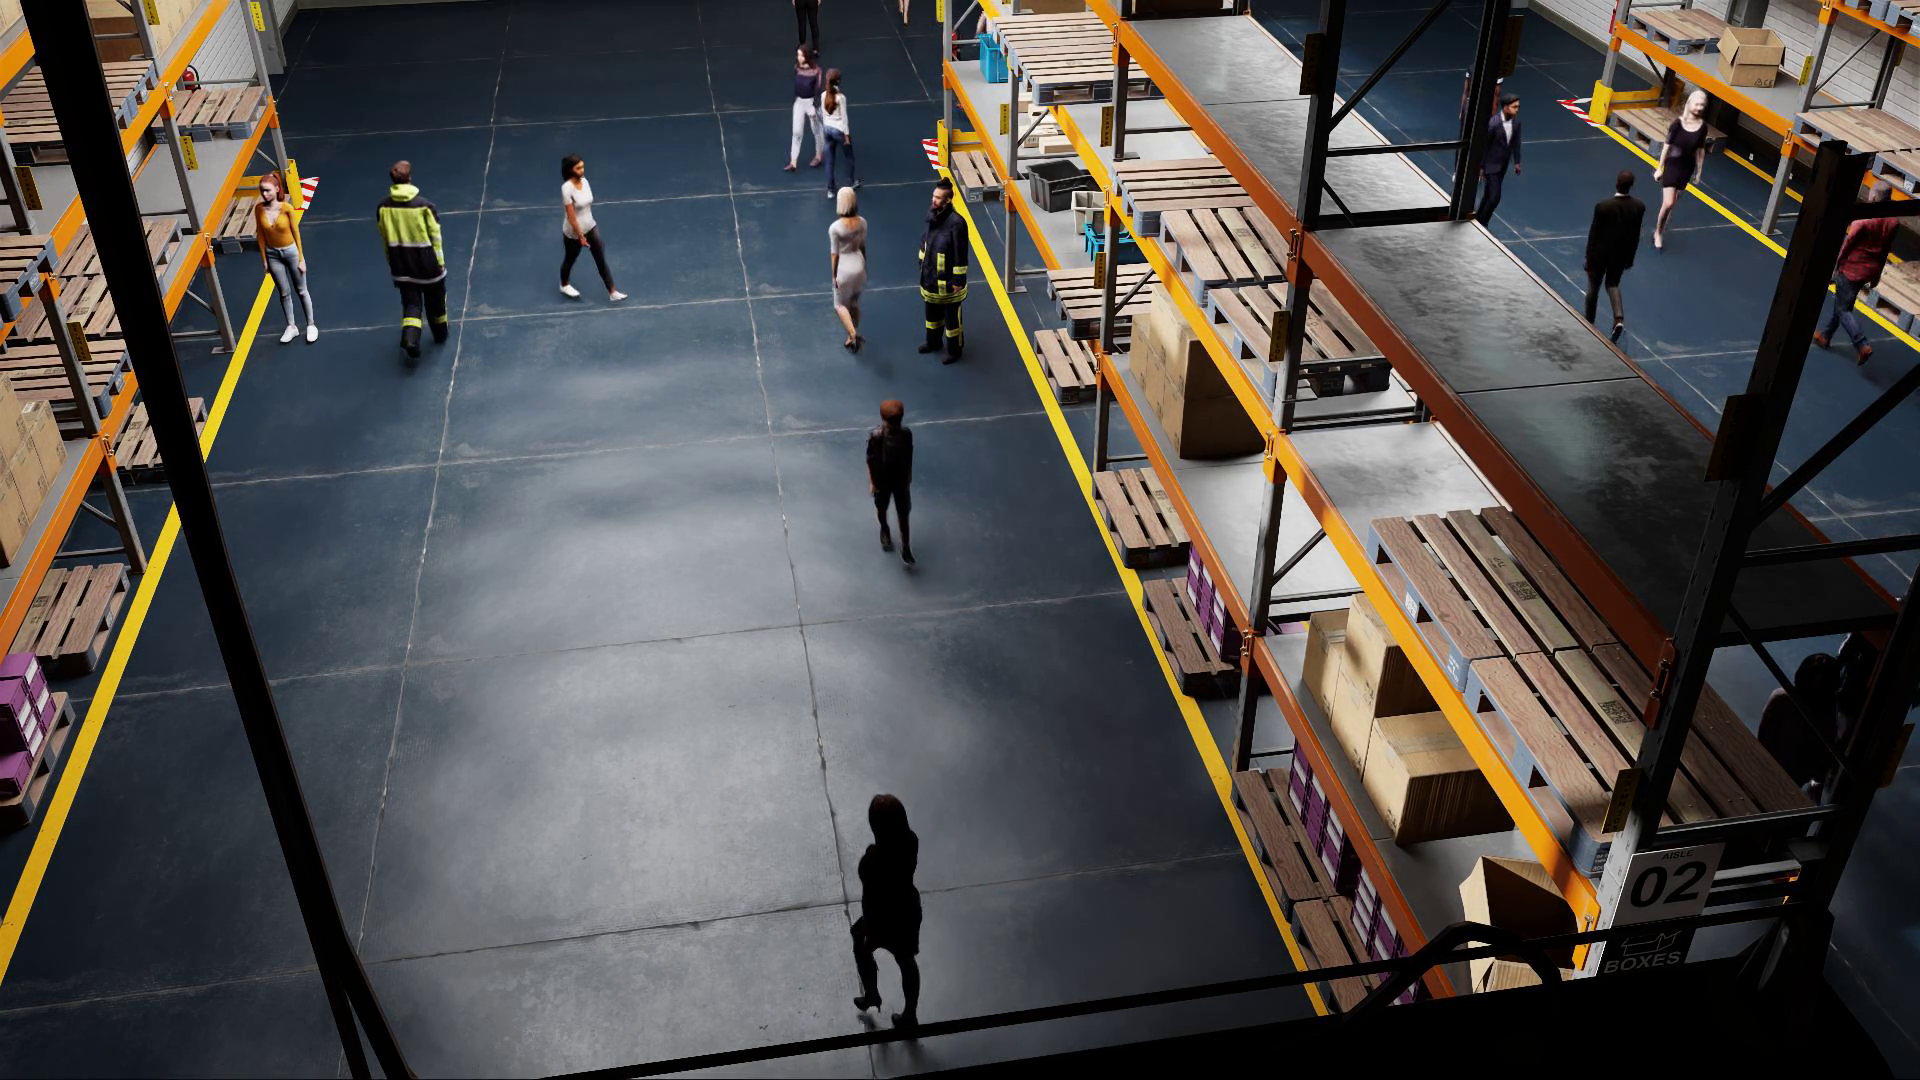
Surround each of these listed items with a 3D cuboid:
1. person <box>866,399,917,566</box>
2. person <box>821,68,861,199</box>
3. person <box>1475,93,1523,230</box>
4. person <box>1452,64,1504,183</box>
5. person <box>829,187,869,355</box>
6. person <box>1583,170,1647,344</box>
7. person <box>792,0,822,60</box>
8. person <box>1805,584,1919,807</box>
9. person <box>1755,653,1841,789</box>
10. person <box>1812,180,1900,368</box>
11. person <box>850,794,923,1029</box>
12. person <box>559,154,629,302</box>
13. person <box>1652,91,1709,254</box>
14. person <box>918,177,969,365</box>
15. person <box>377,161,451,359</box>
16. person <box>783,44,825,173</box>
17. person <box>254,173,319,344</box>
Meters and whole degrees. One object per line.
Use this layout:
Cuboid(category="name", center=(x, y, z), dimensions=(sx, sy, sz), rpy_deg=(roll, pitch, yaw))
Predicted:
Cuboid(category="person", center=(-0.577, -0.528, 13.536), dimensions=(0.576, 1.410, 0.932), rpy_deg=(-7, 34, -10))
Cuboid(category="person", center=(-1.531, -4.848, 19.913), dimensions=(0.772, 1.544, 0.880), rpy_deg=(14, 36, 20))
Cuboid(category="person", center=(6.019, -4.263, 18.886), dimensions=(0.734, 1.708, 0.763), rpy_deg=(-17, 37, -23))
Cuboid(category="person", center=(6.307, -5.209, 20.290), dimensions=(0.692, 1.729, 0.729), rpy_deg=(15, 36, 21))
Cuboid(category="person", center=(-1.038, -2.596, 16.354), dimensions=(0.714, 1.735, 0.840), rpy_deg=(-19, 38, -26))
Cuboid(category="person", center=(6.510, -2.783, 16.591), dimensions=(0.779, 1.783, 1.019), rpy_deg=(1, 34, 2))
Cuboid(category="person", center=(-2.256, -7.924, 24.368), dimensions=(0.571, 1.736, 0.492), rpy_deg=(-4, 34, -6))
Cuboid(category="person", center=(6.051, 0.897, 11.042), dimensions=(0.930, 1.797, 1.027), rpy_deg=(11, 35, 16))
Cuboid(category="person", center=(5.219, 1.358, 10.517), dimensions=(0.608, 1.611, 0.626), rpy_deg=(-6, 34, -8))
Cuboid(category="person", center=(8.839, -2.564, 16.253), dimensions=(0.751, 1.793, 1.188), rpy_deg=(-9, 35, -13))
Cuboid(category="person", center=(-0.319, 2.151, 9.256), dimensions=(0.826, 1.685, 0.767), rpy_deg=(28, 43, 36))
Cuboid(category="person", center=(-4.059, -3.246, 17.456), dimensions=(1.077, 1.597, 1.063), rpy_deg=(19, 38, 26))
Cuboid(category="person", center=(7.996, -4.145, 18.609), dimensions=(0.650, 1.818, 0.664), rpy_deg=(-2, 34, -3))
Cuboid(category="person", center=(-0.160, -2.662, 16.339), dimensions=(0.941, 1.861, 0.840), rpy_deg=(-27, 42, -35))
Cuboid(category="person", center=(-5.383, -2.724, 16.348), dimensions=(0.890, 1.954, 1.211), rpy_deg=(-1, 34, -1))
Cuboid(category="person", center=(-1.840, -5.393, 20.701), dimensions=(0.912, 1.580, 1.018), rpy_deg=(16, 37, 23))
Cuboid(category="person", center=(-6.778, -2.832, 16.694), dimensions=(0.602, 1.751, 0.597), rpy_deg=(-1, 34, -2))
